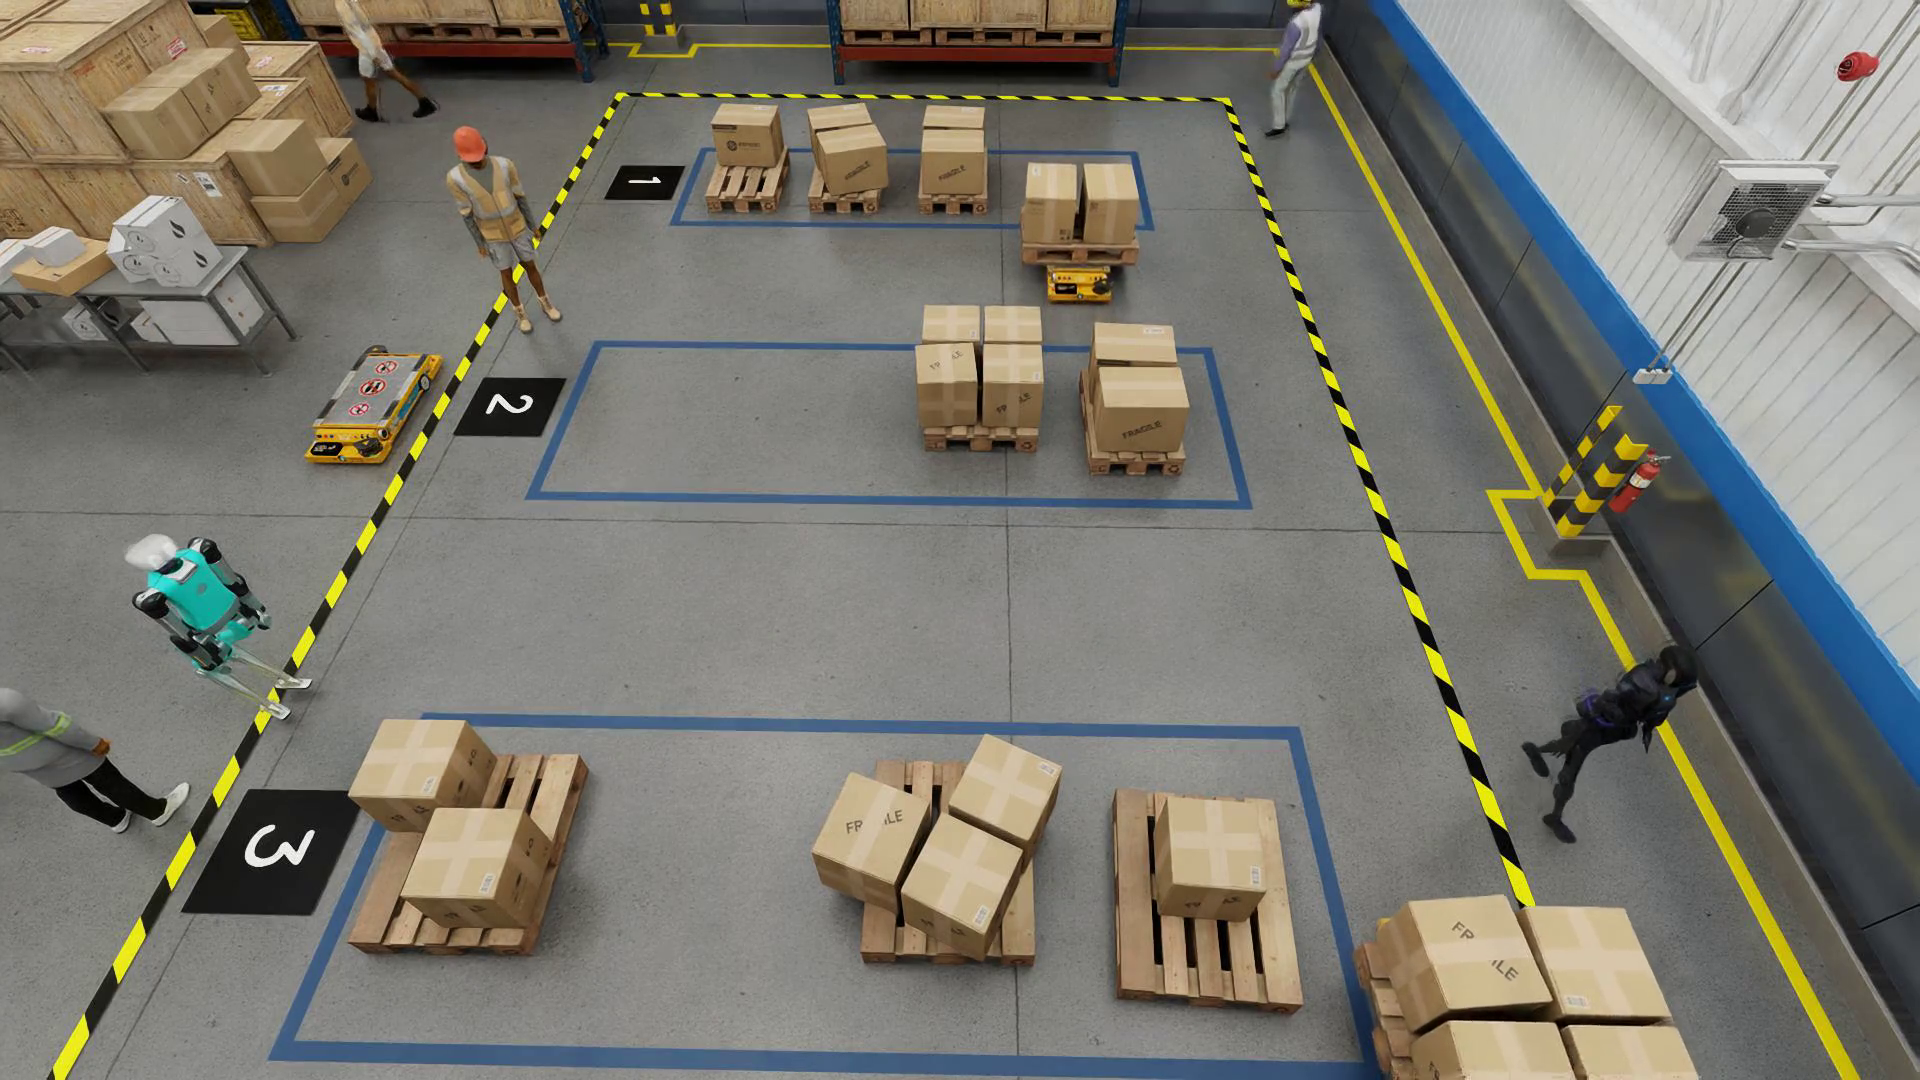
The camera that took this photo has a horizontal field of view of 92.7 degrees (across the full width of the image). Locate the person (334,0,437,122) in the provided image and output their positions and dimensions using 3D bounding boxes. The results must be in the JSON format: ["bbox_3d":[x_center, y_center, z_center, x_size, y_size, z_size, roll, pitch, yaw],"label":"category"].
[{"bbox_3d":[-7.528,-6.275,11.634,1.004,1.867,0.605,-10,51,-9],"label":"person"}]

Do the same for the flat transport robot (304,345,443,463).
[{"bbox_3d":[-5.383,-1.269,8.441,0.659,0.231,1.431,1,50,1],"label":"flat transport robot"}]

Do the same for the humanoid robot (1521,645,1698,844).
[{"bbox_3d":[3.924,1.166,5.478,0.597,1.630,0.738,-7,50,-6],"label":"humanoid robot"}]

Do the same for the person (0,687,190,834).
[{"bbox_3d":[-5.325,1.189,5.323,0.594,1.852,0.366,-6,50,-5],"label":"person"}]

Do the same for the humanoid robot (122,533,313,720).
[{"bbox_3d":[-4.836,0.547,5.856,0.735,1.674,0.533,9,50,8],"label":"humanoid robot"}]

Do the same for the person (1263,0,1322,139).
[{"bbox_3d":[4.141,-5.967,11.430,0.685,1.782,0.406,-37,59,-27],"label":"person"}]

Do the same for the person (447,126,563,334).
[{"bbox_3d":[-4.301,-2.915,8.680,0.605,2.032,0.398,-29,56,-23],"label":"person"}]

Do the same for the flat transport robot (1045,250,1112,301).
[{"bbox_3d":[1.262,-3.106,9.977,0.652,0.197,1.431,1,50,1],"label":"flat transport robot"}]

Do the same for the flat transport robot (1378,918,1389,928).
[{"bbox_3d":[2.823,2.794,4.984,0.652,0.197,1.431,1,50,1],"label":"flat transport robot"}]
